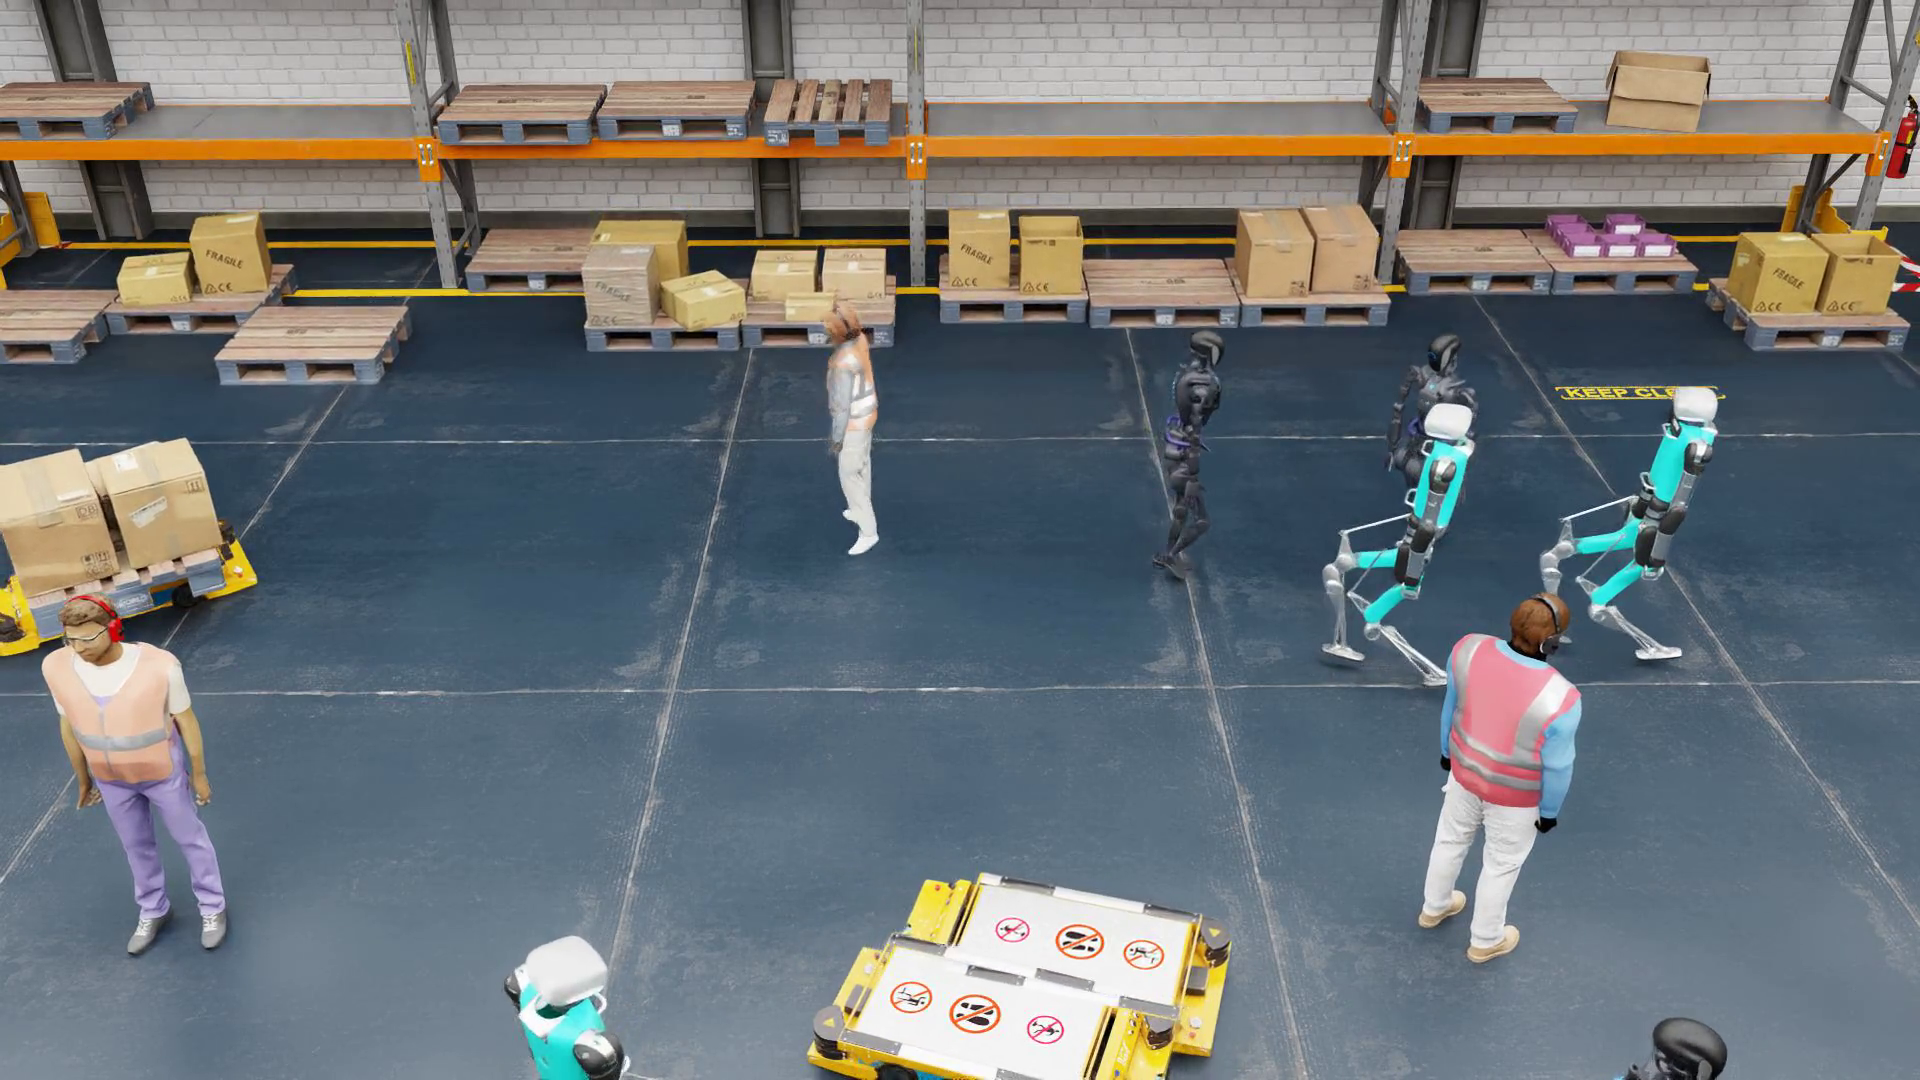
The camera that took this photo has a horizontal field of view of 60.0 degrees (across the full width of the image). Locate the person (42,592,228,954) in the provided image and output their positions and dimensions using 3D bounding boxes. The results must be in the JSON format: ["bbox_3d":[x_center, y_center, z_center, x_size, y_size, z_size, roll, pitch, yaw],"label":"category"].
[{"bbox_3d":[-3.543,0.999,7.215,0.563,1.847,0.395,-1,31,-2],"label":"person"}]

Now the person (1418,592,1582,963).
[{"bbox_3d":[2.342,1.021,7.200,0.431,1.836,0.628,-23,38,-33],"label":"person"}]

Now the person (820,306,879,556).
[{"bbox_3d":[-0.668,-0.715,10.297,0.324,1.614,0.609,4,31,7],"label":"person"}]

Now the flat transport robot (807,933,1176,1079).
[{"bbox_3d":[0.145,2.073,6.959,1.431,0.231,0.659,10,32,16],"label":"flat transport robot"}]

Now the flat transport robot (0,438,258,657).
[{"bbox_3d":[-5.042,0.264,9.972,1.431,0.231,0.659,-18,36,-28],"label":"flat transport robot"}]

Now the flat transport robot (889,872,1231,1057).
[{"bbox_3d":[0.443,1.843,7.343,1.431,0.231,0.659,8,32,13],"label":"flat transport robot"}]

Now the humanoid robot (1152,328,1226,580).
[{"bbox_3d":[1.353,-0.513,9.905,0.347,1.643,0.608,3,31,4],"label":"humanoid robot"}]

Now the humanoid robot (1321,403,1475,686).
[{"bbox_3d":[2.299,0.041,8.943,1.019,1.748,0.547,12,33,19],"label":"humanoid robot"}]

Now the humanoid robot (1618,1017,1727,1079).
[{"bbox_3d":[2.132,2.160,5.459,0.395,1.641,0.608,11,33,18],"label":"humanoid robot"}]

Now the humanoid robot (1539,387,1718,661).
[{"bbox_3d":[3.569,-0.041,9.085,1.034,1.745,0.547,4,31,7],"label":"humanoid robot"}]

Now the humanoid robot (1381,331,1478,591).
[{"bbox_3d":[2.851,-0.519,9.951,0.755,1.640,0.594,-26,40,-37],"label":"humanoid robot"}]

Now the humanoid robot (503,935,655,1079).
[{"bbox_3d":[-1.056,1.965,5.744,0.793,1.804,0.530,-27,40,-37],"label":"humanoid robot"}]
